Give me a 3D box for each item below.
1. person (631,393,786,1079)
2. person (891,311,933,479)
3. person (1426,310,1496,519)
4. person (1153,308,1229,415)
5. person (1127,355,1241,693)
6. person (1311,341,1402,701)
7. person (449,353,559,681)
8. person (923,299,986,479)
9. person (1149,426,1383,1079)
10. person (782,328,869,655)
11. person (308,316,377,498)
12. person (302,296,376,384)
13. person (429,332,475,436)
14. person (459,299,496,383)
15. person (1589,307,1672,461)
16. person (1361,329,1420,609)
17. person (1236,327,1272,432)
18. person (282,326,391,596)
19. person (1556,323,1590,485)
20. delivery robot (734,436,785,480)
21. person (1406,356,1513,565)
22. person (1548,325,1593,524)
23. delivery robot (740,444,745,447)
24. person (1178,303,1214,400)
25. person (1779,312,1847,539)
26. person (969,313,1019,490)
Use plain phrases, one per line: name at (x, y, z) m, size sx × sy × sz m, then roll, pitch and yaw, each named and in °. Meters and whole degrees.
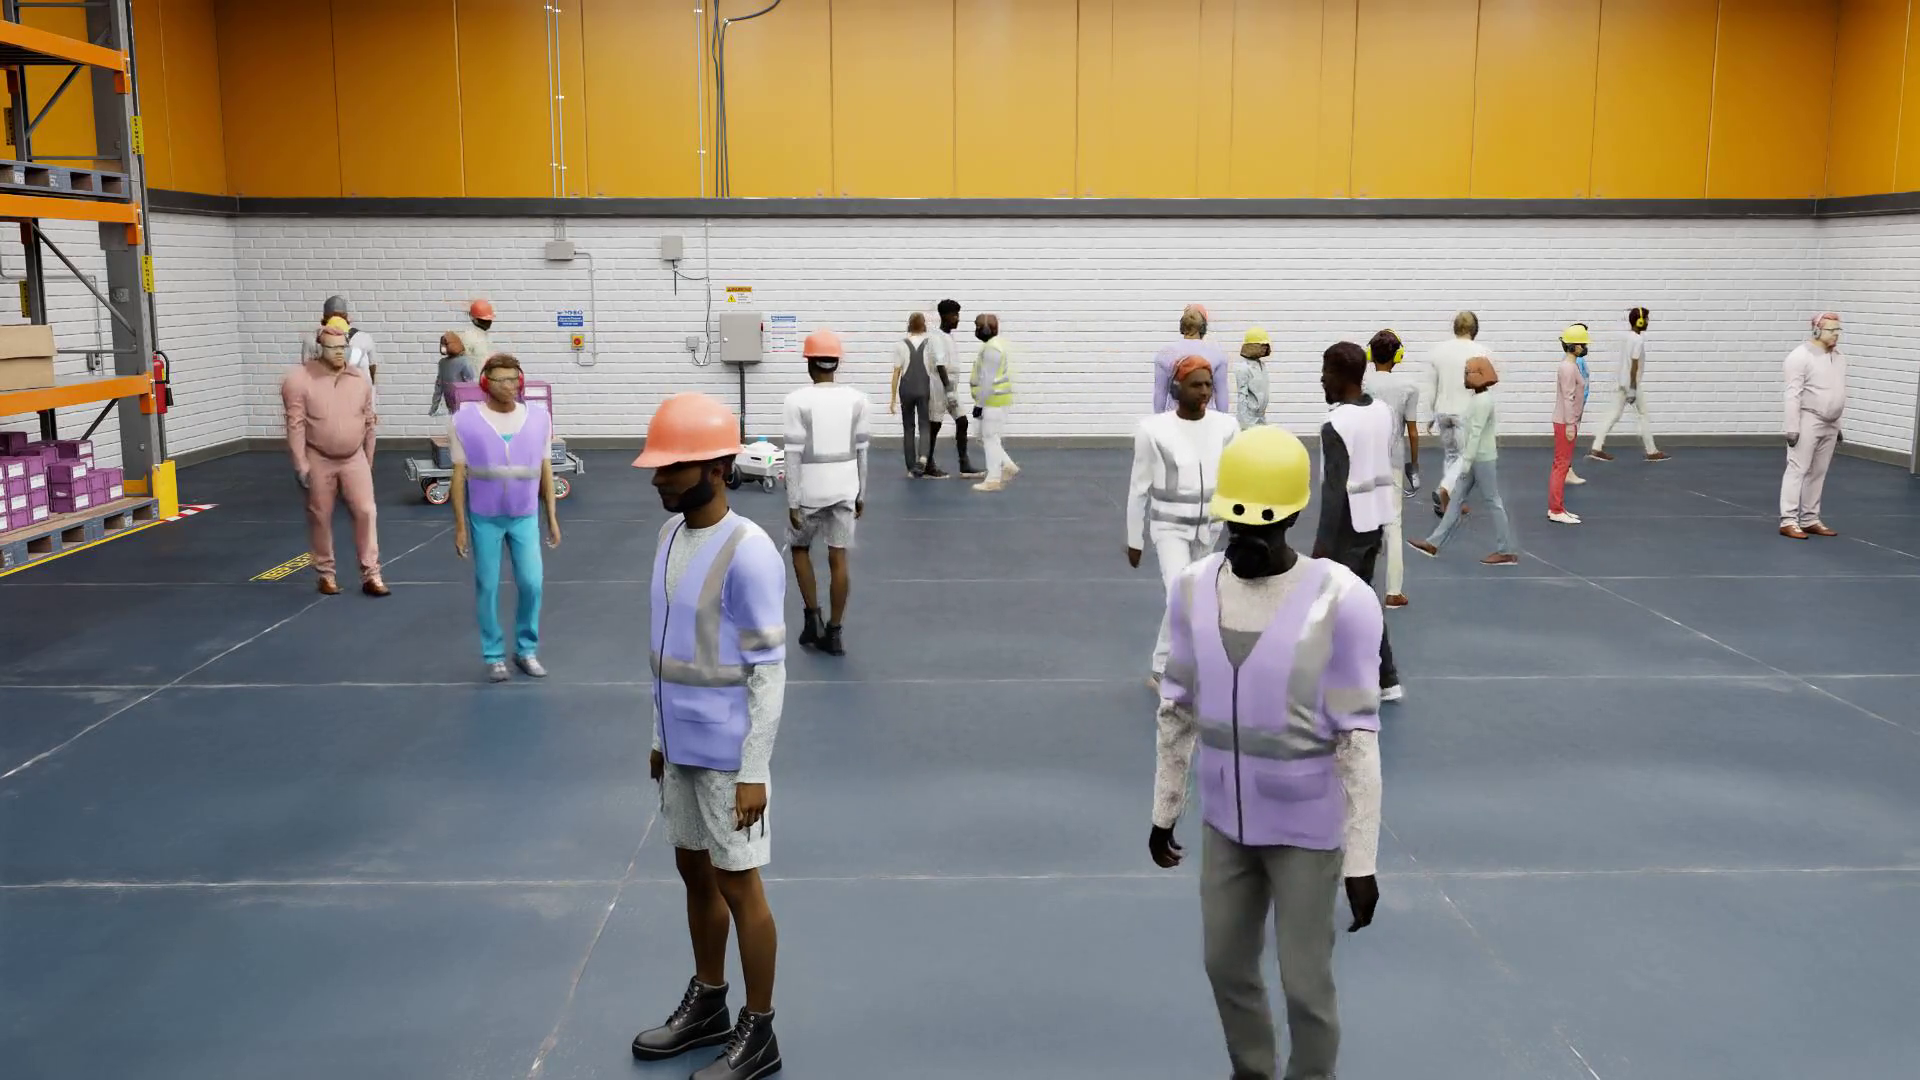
person at (-0.712, 0.560, 4.597) m, size 0.362 × 1.934 × 0.551 m, roll -8°, pitch 12°, yaw -39°
person at (-0.464, -1.530, 17.776) m, size 0.551 × 1.820 × 0.596 m, roll 0°, pitch 9°, yaw 1°
person at (4.458, -1.113, 14.976) m, size 0.641 × 1.913 × 0.802 m, roll 9°, pitch 13°, yaw 44°
person at (1.952, -0.986, 14.073) m, size 0.633 × 1.936 × 0.353 m, roll 2°, pitch 10°, yaw 15°
person at (1.176, -0.023, 8.499) m, size 0.582 × 1.837 × 0.971 m, roll -4°, pitch 10°, yaw -21°
person at (2.021, -0.051, 8.509) m, size 0.444 × 1.900 × 0.650 m, roll 7°, pitch 12°, yaw 38°
person at (-2.493, -0.112, 9.125) m, size 0.575 × 1.819 × 0.448 m, roll -5°, pitch 11°, yaw -29°
person at (-0.059, -1.606, 17.863) m, size 0.800 × 1.934 × 0.617 m, roll 4°, pitch 10°, yaw 22°
person at (0.741, 0.670, 4.019) m, size 0.670 × 1.908 × 0.475 m, roll 9°, pitch 13°, yaw 43°
person at (-0.802, -0.287, 9.836) m, size 0.557 × 1.916 × 0.500 m, roll -4°, pitch 10°, yaw -23°
person at (-6.084, -1.292, 16.368) m, size 0.635 × 1.810 × 0.587 m, roll -1°, pitch 9°, yaw -8°
person at (-6.221, -1.461, 16.668) m, size 0.702 × 2.000 × 0.982 m, roll -4°, pitch 10°, yaw -24°
person at (-5.405, -1.400, 17.652) m, size 0.500 × 1.590 × 0.852 m, roll 8°, pitch 12°, yaw 41°
person at (-5.316, -1.651, 18.169) m, size 0.733 × 1.947 × 0.646 m, roll 0°, pitch 9°, yaw 3°
person at (7.909, -1.827, 19.605) m, size 0.971 × 1.823 × 0.540 m, roll 0°, pitch 9°, yaw -3°
person at (2.809, -0.472, 11.140) m, size 0.538 × 1.866 × 0.312 m, roll 4°, pitch 10°, yaw 21°
person at (2.670, -1.059, 15.111) m, size 0.296 × 1.745 × 0.484 m, roll 6°, pitch 11°, yaw 34°
person at (-4.266, -0.519, 11.422) m, size 0.647 × 1.875 × 0.811 m, roll -7°, pitch 12°, yaw -38°
person at (6.474, -1.437, 17.576) m, size 0.319 × 1.697 × 0.532 m, roll 1°, pitch 9°, yaw 7°
delivery robot at (-2.025, -0.827, 17.039) m, size 0.477 × 0.478 × 0.707 m, roll -8°, pitch 12°, yaw -42°
person at (3.888, -0.606, 12.773) m, size 0.825 × 1.585 × 0.523 m, roll 2°, pitch 10°, yaw 14°
person at (5.463, -1.035, 14.901) m, size 0.311 × 1.768 × 0.532 m, roll 3°, pitch 10°, yaw 18°
delivery robot at (-2.552, -0.912, 17.559) m, size 0.707 × 0.478 × 0.477 m, roll 6°, pitch 11°, yaw 33°
person at (2.501, -1.482, 17.156) m, size 0.574 × 1.922 × 0.571 m, roll 0°, pitch 9°, yaw 2°
person at (7.224, -0.961, 14.024) m, size 0.651 × 1.904 × 0.403 m, roll -5°, pitch 10°, yaw -27°
person at (0.311, -1.403, 17.004) m, size 0.439 × 1.825 × 0.625 m, roll 0°, pitch 9°, yaw 1°
